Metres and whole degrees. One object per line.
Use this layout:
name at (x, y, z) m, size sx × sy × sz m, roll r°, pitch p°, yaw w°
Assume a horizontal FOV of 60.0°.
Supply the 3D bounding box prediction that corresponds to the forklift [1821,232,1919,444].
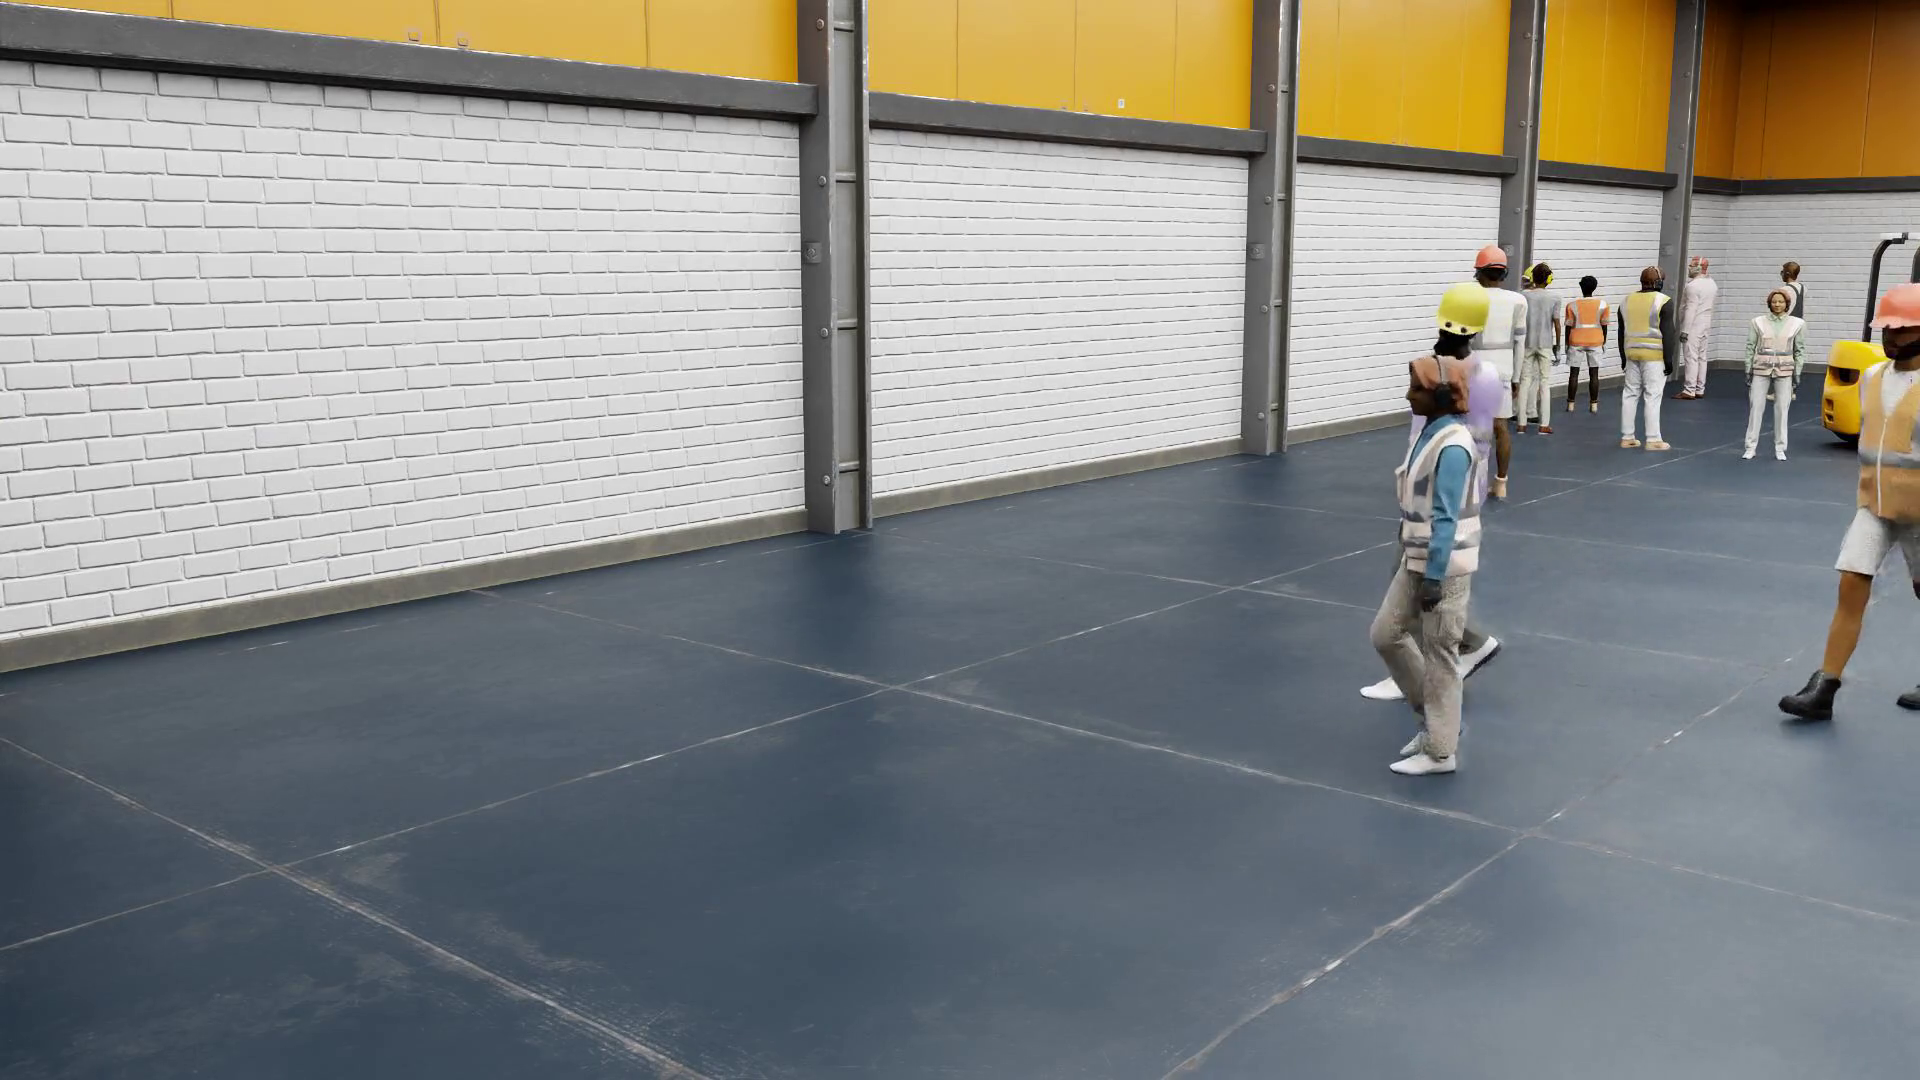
forklift at (9.955, -1.972, 16.595) m, size 2.313 × 2.155 × 1.214 m, roll 1°, pitch 10°, yaw 8°

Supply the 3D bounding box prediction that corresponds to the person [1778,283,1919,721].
person at (4.020, -0.149, 7.119) m, size 1.014 × 1.879 × 0.559 m, roll -4°, pitch 11°, yaw -23°

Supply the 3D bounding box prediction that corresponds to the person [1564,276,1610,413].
person at (7.727, -2.413, 20.545) m, size 0.532 × 1.694 × 0.320 m, roll 3°, pitch 10°, yaw 17°

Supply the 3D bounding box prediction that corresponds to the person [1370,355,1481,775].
person at (1.786, 0.108, 6.348) m, size 0.378 × 1.622 × 0.545 m, roll 0°, pitch 10°, yaw 2°

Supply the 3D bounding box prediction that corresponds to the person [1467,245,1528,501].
person at (4.203, -1.320, 13.313) m, size 0.604 × 2.044 × 0.375 m, roll -2°, pitch 10°, yaw -11°

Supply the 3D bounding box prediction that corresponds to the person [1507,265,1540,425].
person at (6.553, -2.238, 19.147) m, size 0.403 × 1.827 × 0.599 m, roll -5°, pitch 11°, yaw -24°

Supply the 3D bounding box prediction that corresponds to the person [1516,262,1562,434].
person at (6.304, -2.085, 18.161) m, size 0.526 × 1.871 × 0.324 m, roll 5°, pitch 11°, yaw 28°

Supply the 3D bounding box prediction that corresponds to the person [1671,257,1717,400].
person at (9.853, -2.839, 22.332) m, size 0.651 × 1.913 × 0.410 m, roll -9°, pitch 13°, yaw -41°

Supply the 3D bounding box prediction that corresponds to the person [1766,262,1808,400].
person at (11.001, -2.770, 22.129) m, size 0.504 × 1.847 × 0.344 m, roll -6°, pitch 11°, yaw -30°

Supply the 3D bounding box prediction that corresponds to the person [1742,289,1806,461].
person at (7.791, -1.580, 15.941) m, size 0.515 × 1.641 × 0.309 m, roll 5°, pitch 11°, yaw 25°

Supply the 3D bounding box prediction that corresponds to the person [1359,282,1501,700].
person at (2.117, -0.196, 7.362) m, size 0.562 × 1.880 × 0.620 m, roll -1°, pitch 10°, yaw -5°

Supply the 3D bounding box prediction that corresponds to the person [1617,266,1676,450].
person at (6.932, -1.826, 16.771) m, size 0.429 × 1.844 × 0.622 m, roll -6°, pitch 12°, yaw -31°
